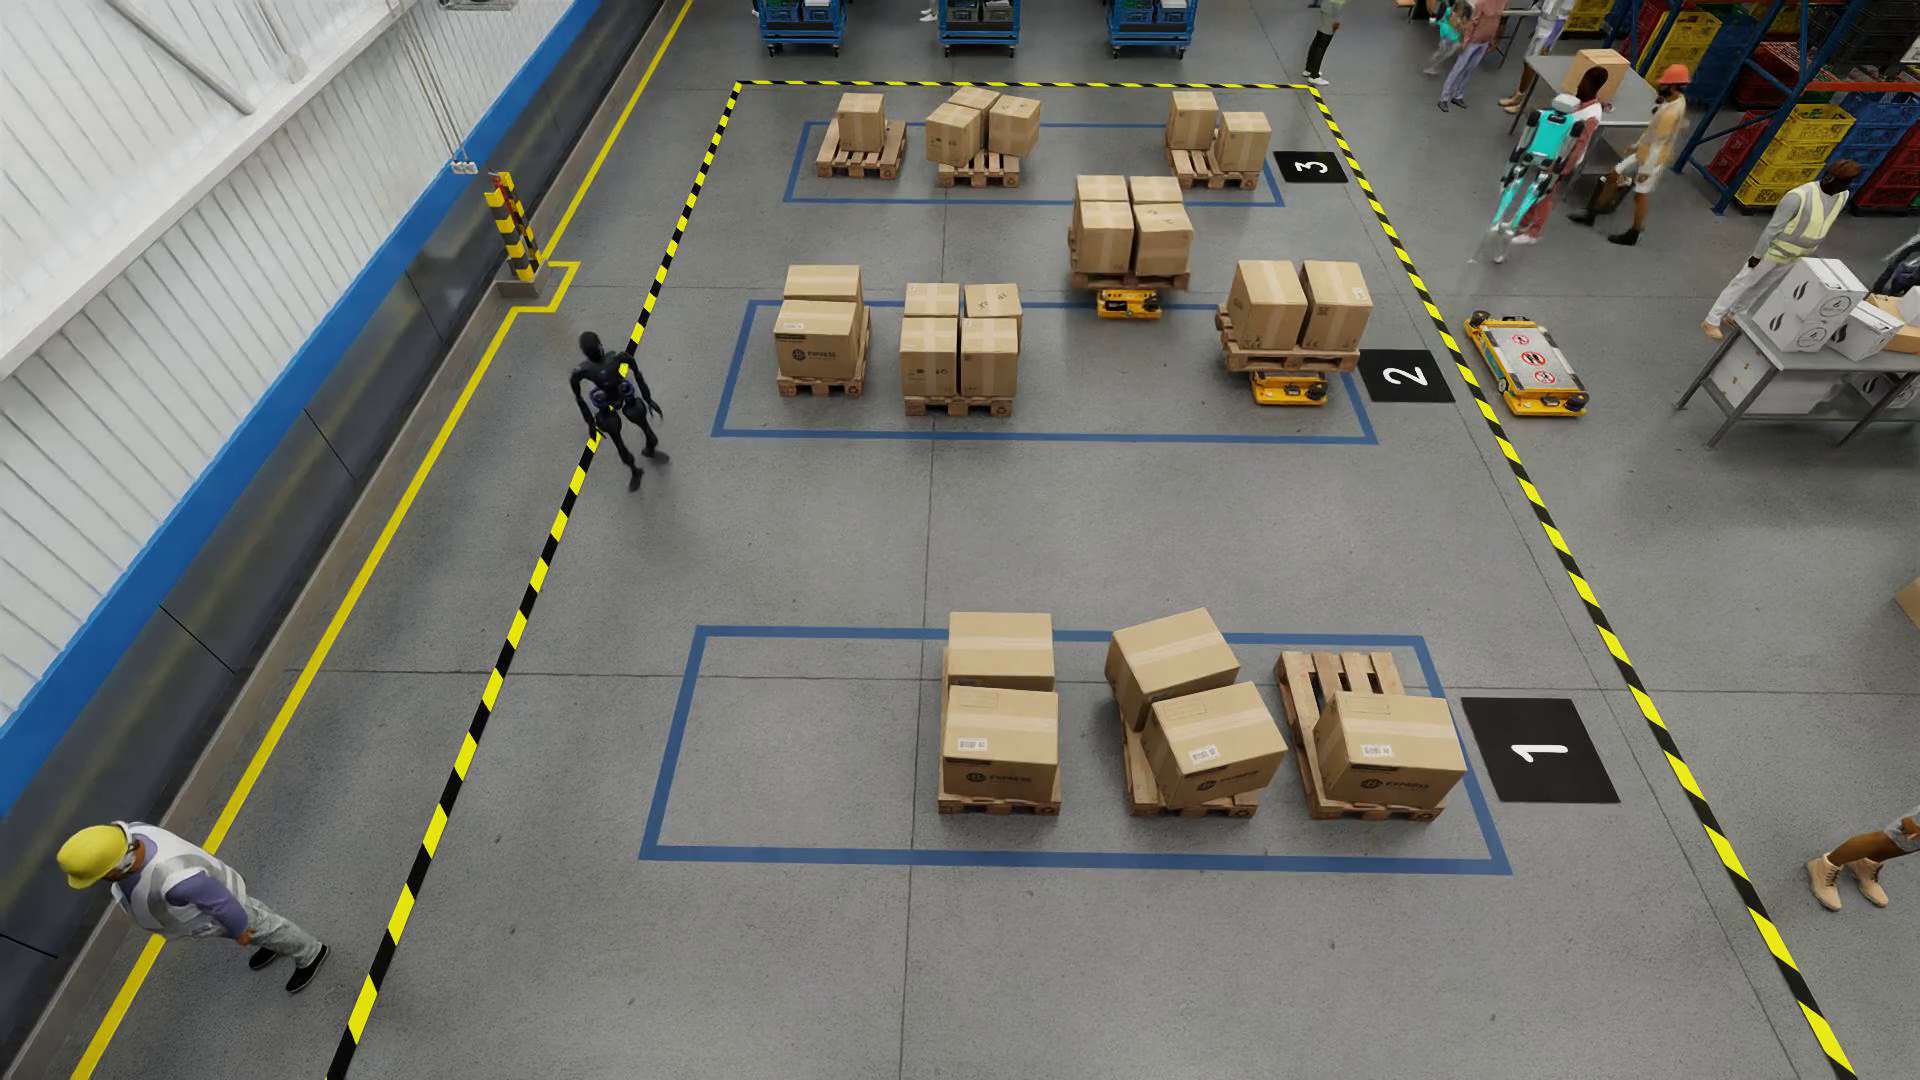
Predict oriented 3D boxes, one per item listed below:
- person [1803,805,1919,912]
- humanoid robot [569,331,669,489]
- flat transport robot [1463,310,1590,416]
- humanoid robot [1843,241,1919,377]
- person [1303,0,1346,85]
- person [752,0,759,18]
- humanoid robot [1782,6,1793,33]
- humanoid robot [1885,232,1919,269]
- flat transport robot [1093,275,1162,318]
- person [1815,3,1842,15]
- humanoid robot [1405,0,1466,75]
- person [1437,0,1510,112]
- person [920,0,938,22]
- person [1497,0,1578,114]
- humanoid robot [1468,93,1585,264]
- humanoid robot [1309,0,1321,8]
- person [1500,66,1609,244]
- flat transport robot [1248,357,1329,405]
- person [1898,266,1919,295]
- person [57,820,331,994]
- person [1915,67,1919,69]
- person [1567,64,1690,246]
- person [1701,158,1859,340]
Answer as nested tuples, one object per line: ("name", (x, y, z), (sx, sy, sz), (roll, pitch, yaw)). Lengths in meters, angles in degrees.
("person", (5.586, 1.525, 5.041), (0.615, 2.040, 0.369), (-2, 49, -2))
("humanoid robot", (-2.811, -1.100, 7.555), (0.611, 1.634, 0.464), (-28, 55, -22))
("flat transport robot", (5.573, -1.757, 9.054), (0.659, 0.231, 1.431), (1, 49, 1))
("humanoid robot", (8.916, -2.283, 8.613), (0.613, 1.621, 0.788), (28, 55, 22))
("person", (5.279, -7.446, 12.934), (0.396, 1.848, 0.587), (0, 49, 0))
("person", (-3.278, -9.375, 14.590), (0.527, 1.868, 0.311), (-14, 51, -12))
("humanoid robot", (13.309, -8.743, 14.159), (0.599, 1.657, 0.315), (-10, 50, -9))
("humanoid robot", (10.763, -3.659, 9.741), (0.675, 1.821, 0.538), (-9, 50, -7))
("flat transport robot", (1.799, -2.944, 10.063), (0.652, 0.197, 1.431), (1, 49, 1))
("person", (12.160, -7.357, 12.964), (0.926, 1.673, 0.503), (0, 49, 0))
("humanoid robot", (7.028, -7.473, 13.053), (0.576, 1.789, 0.868), (-33, 57, -25))
("person", (6.995, -6.717, 12.357), (0.532, 1.765, 0.320), (-16, 51, -13))
("person", (-0.499, -9.247, 14.474), (0.320, 1.876, 0.528), (3, 49, 3))
("person", (7.785, -6.771, 12.234), (0.413, 2.033, 0.600), (2, 49, 1))
("humanoid robot", (6.000, -3.723, 9.799), (0.539, 1.798, 0.798), (27, 54, 22))
("humanoid robot", (6.204, -9.583, 14.906), (0.656, 1.635, 0.583), (-4, 49, -4))
("person", (6.597, -4.197, 10.076), (0.373, 1.916, 0.595), (5, 49, 4))
("flat transport robot", (3.175, -1.886, 9.147), (0.652, 0.197, 1.431), (1, 49, 1))
("person", (10.263, -3.190, 9.265), (0.359, 1.832, 0.500), (-8, 50, -7))
("person", (-3.985, 1.931, 4.834), (0.587, 1.822, 0.403), (21, 52, 17))
("person", (14.566, -7.847, 13.291), (0.388, 1.836, 0.561), (-19, 52, -15))
("person", (7.555, -4.261, 10.168), (0.908, 1.863, 0.553), (24, 53, 20))
("person", (7.994, -2.800, 8.916), (0.621, 1.844, 0.429), (-9, 50, -7))
